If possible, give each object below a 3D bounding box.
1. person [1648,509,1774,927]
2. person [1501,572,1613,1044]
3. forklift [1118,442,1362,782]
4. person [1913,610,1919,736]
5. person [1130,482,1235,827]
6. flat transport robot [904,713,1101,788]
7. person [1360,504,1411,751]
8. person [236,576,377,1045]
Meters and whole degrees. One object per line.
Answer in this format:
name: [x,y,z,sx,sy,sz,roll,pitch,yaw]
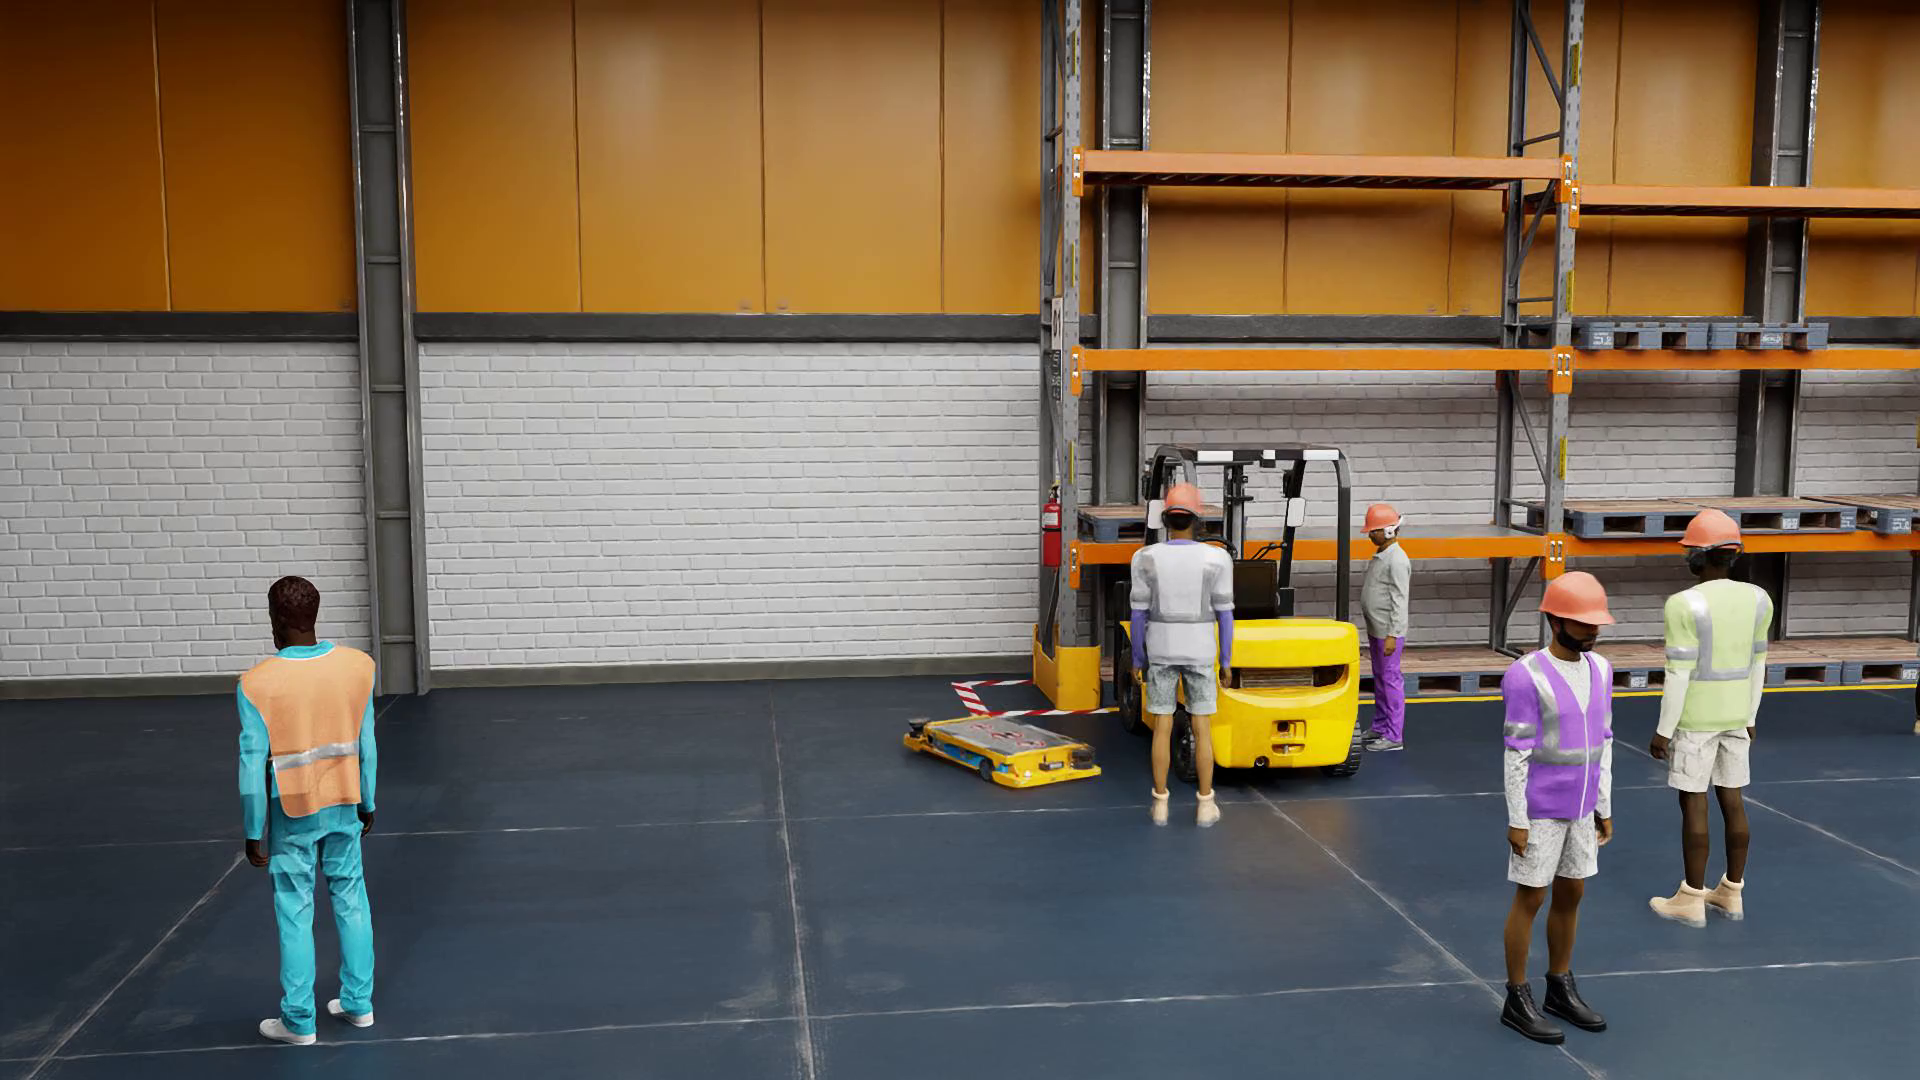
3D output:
person: [3.665,0.871,8.181,0.605,2.045,0.381,-2,7,-20]
person: [2.471,1.083,6.815,0.543,1.931,0.387,-3,7,-26]
forklift: [1.912,0.418,11.496,1.214,2.155,2.313,-1,7,-8]
person: [7.079,0.613,11.933,0.318,1.700,0.536,0,7,3]
person: [1.318,0.678,9.877,0.614,2.040,0.390,1,7,10]
flat transport robot: [0.262,1.399,11.252,0.652,0.197,1.431,-4,8,-32]
person: [2.980,0.610,11.753,0.337,1.744,0.563,0,7,-1]
person: [-2.644,1.098,6.789,0.397,1.911,0.587,5,8,39]
